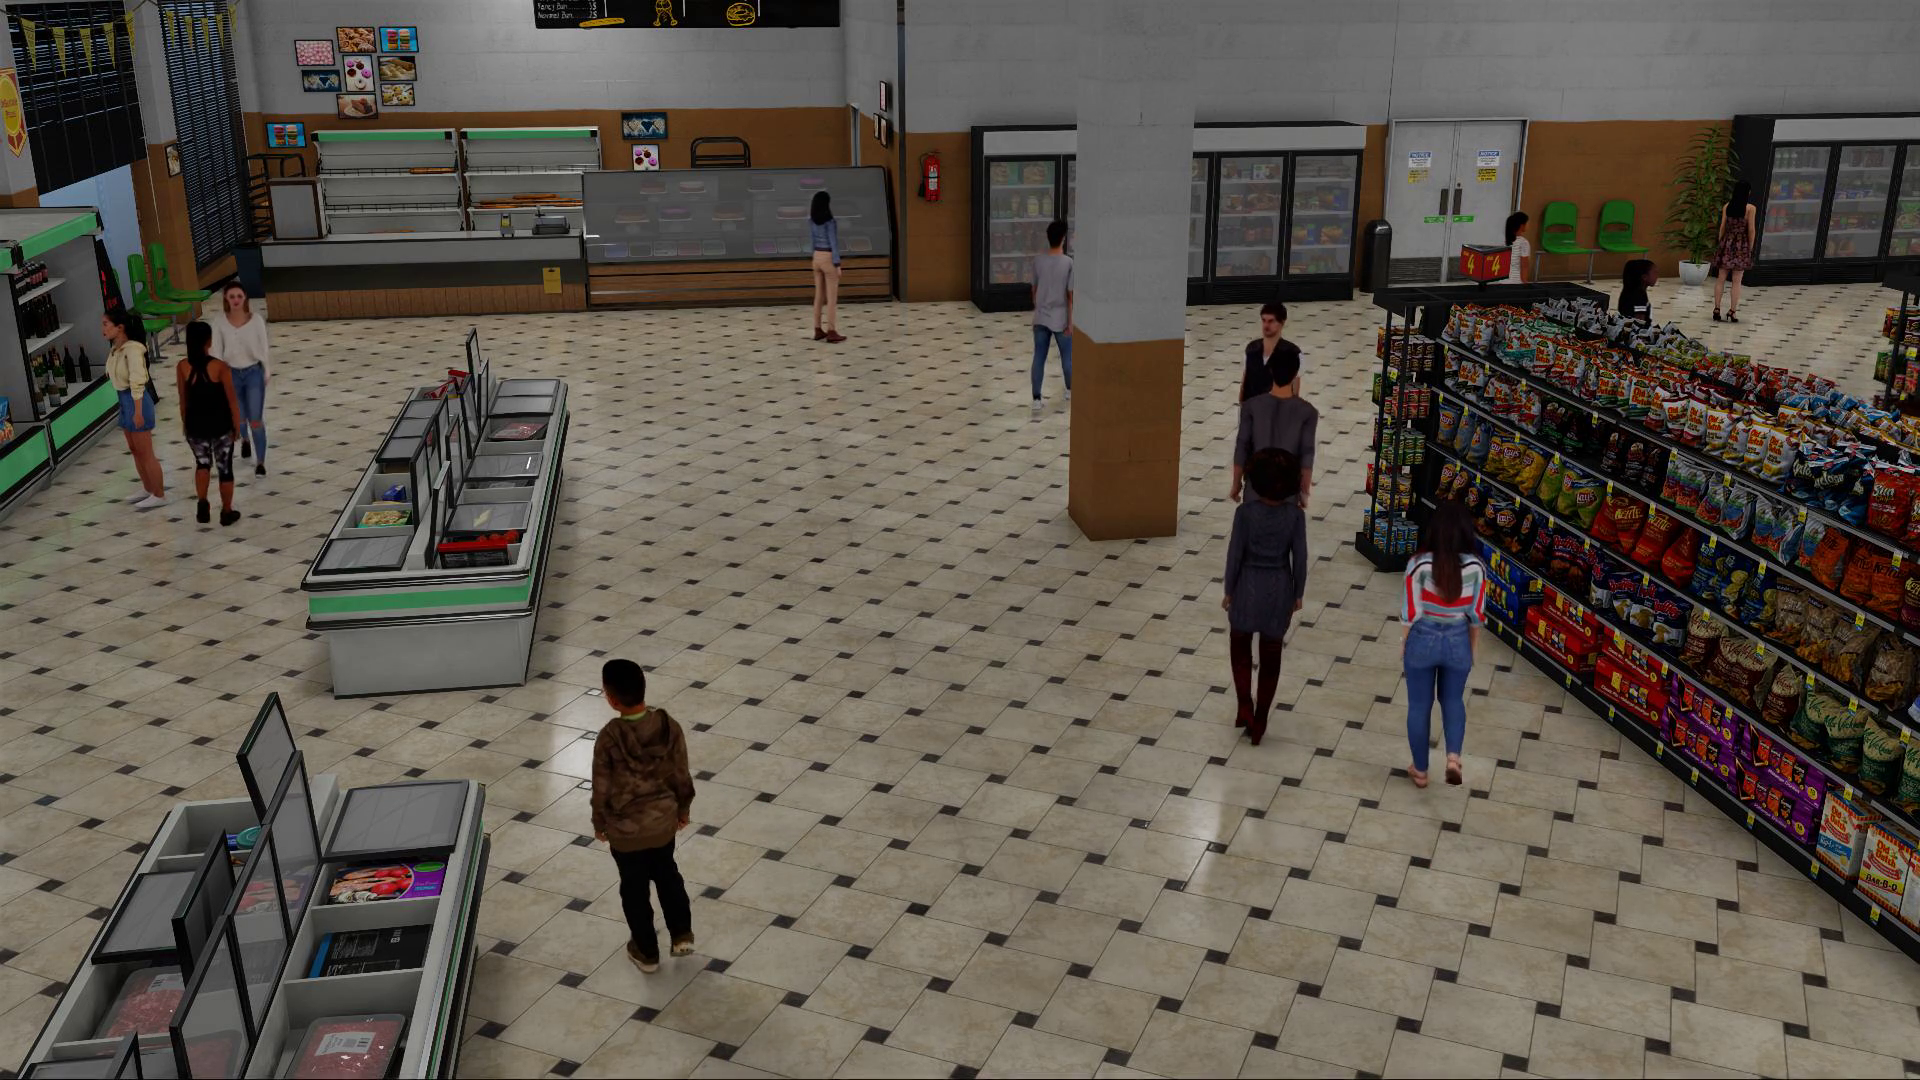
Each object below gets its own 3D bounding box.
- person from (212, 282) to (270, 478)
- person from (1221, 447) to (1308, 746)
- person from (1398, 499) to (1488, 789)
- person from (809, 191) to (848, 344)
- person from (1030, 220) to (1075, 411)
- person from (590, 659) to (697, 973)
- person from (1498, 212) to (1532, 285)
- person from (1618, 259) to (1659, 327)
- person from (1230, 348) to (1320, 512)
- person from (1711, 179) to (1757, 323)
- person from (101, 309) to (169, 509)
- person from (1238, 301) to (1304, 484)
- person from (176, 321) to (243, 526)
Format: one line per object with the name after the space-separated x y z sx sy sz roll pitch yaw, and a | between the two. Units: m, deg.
-6.239 -1.399 14.448 0.734 1.654 1.159 -6 20 -18 | person
1.680 0.350 9.188 0.685 1.700 0.674 2 19 6 | person
2.503 0.585 8.644 0.679 1.603 0.783 1 19 2 | person
-1.603 -3.250 19.750 0.685 1.774 0.765 17 25 40 | person
0.874 -2.173 16.444 1.060 1.845 1.281 7 20 19 | person
-1.322 1.209 7.049 0.693 1.439 0.743 -11 22 -30 | person
6.285 -2.904 18.925 0.666 1.646 0.515 -7 20 -21 | person
6.160 -1.713 15.262 0.739 1.728 0.606 4 19 11 | person
2.056 -0.307 10.950 0.986 1.819 1.208 4 19 11 | person
9.721 -3.631 20.882 0.860 1.774 0.784 -17 25 -41 | person
-6.706 -1.076 13.526 0.775 1.632 0.674 -17 25 -40 | person
2.399 -0.914 12.730 0.989 1.833 1.039 13 23 34 | person
-5.843 -0.875 12.892 0.635 1.656 0.809 -2 19 -6 | person
